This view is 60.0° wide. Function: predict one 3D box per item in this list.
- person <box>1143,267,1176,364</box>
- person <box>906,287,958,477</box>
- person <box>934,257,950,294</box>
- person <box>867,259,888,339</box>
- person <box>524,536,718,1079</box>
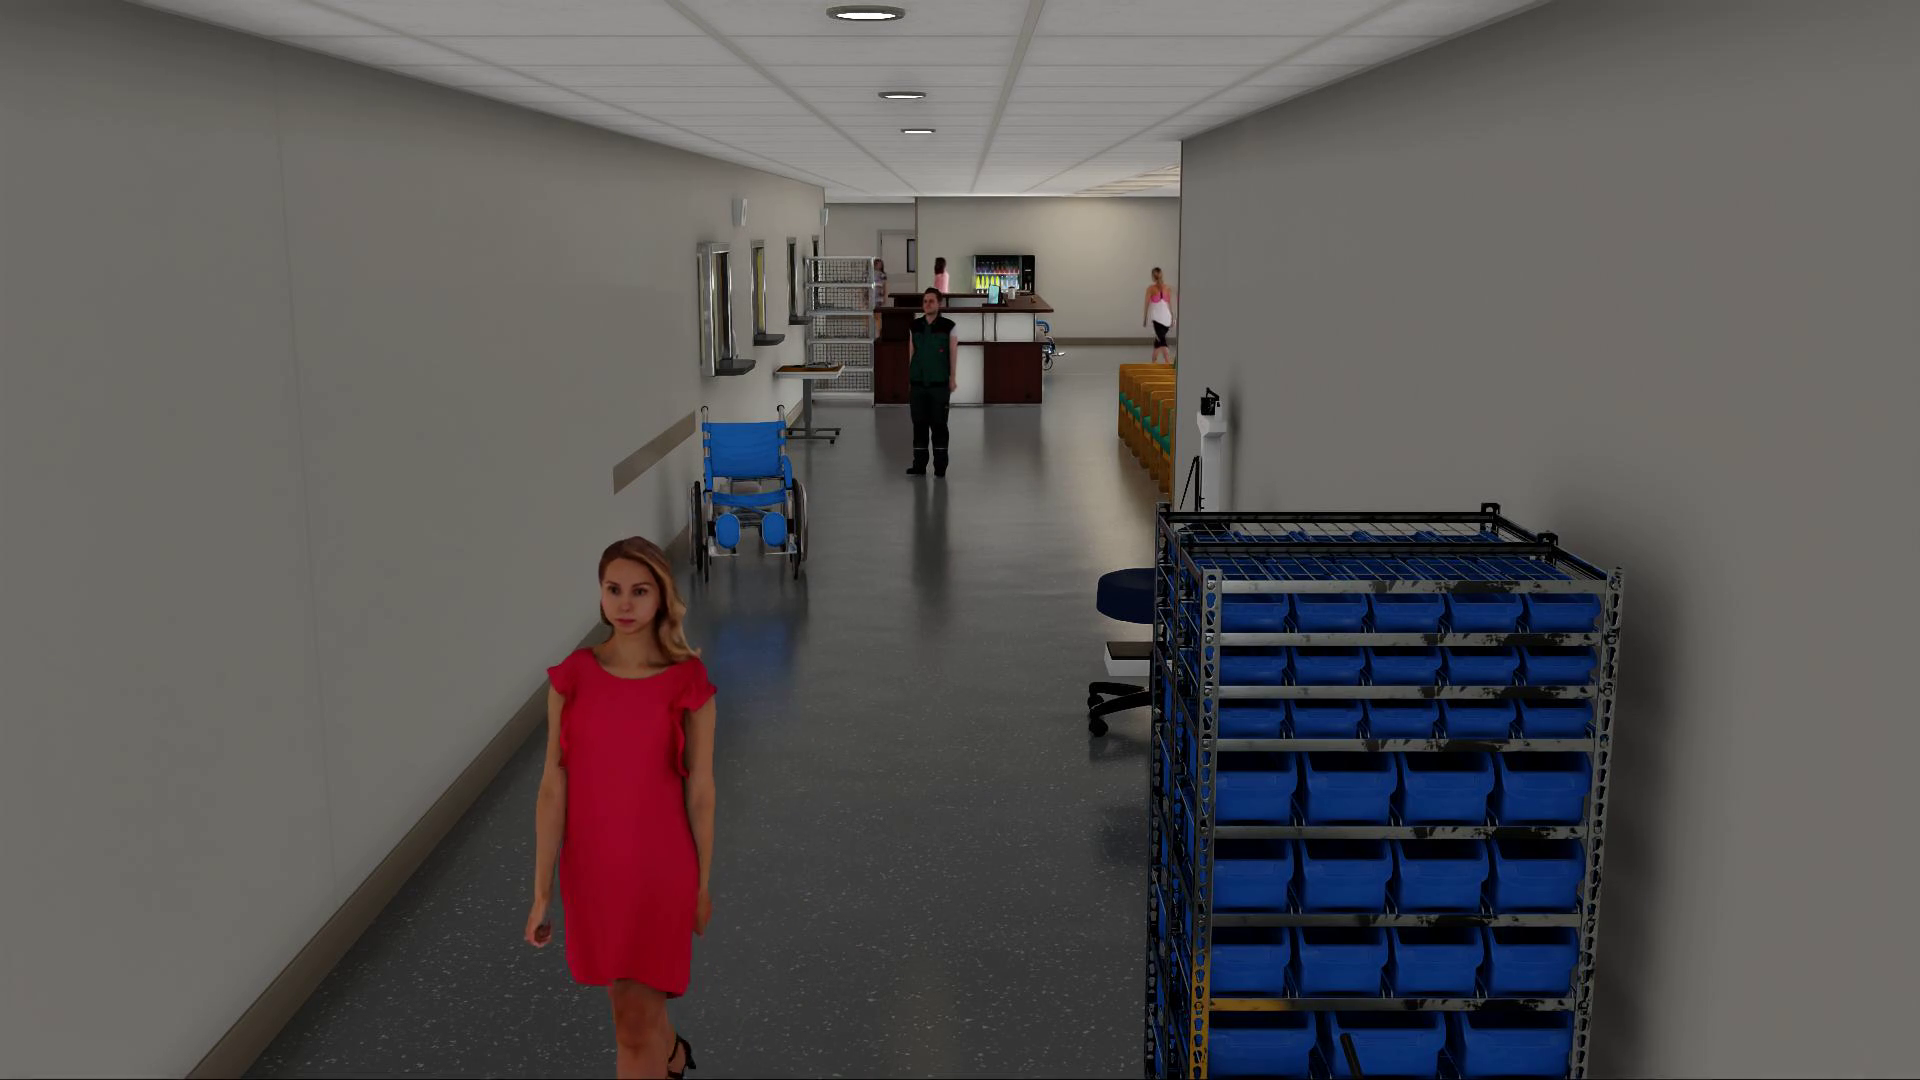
[{"bbox_3d":[3.231,-3.397,26.358,1.241,1.714,0.964,-3,11,-16],"label":"person"},{"bbox_3d":[-0.285,-1.549,16.275,0.623,1.842,0.767,3,11,17],"label":"person"},{"bbox_3d":[-0.288,-4.682,32.977,1.187,1.770,1.013,7,13,33],"label":"person"},{"bbox_3d":[-1.778,-5.013,34.926,1.149,1.694,0.920,-3,11,-17],"label":"person"},{"bbox_3d":[-0.804,0.829,4.162,0.999,1.685,0.744,1,11,7],"label":"person"}]
